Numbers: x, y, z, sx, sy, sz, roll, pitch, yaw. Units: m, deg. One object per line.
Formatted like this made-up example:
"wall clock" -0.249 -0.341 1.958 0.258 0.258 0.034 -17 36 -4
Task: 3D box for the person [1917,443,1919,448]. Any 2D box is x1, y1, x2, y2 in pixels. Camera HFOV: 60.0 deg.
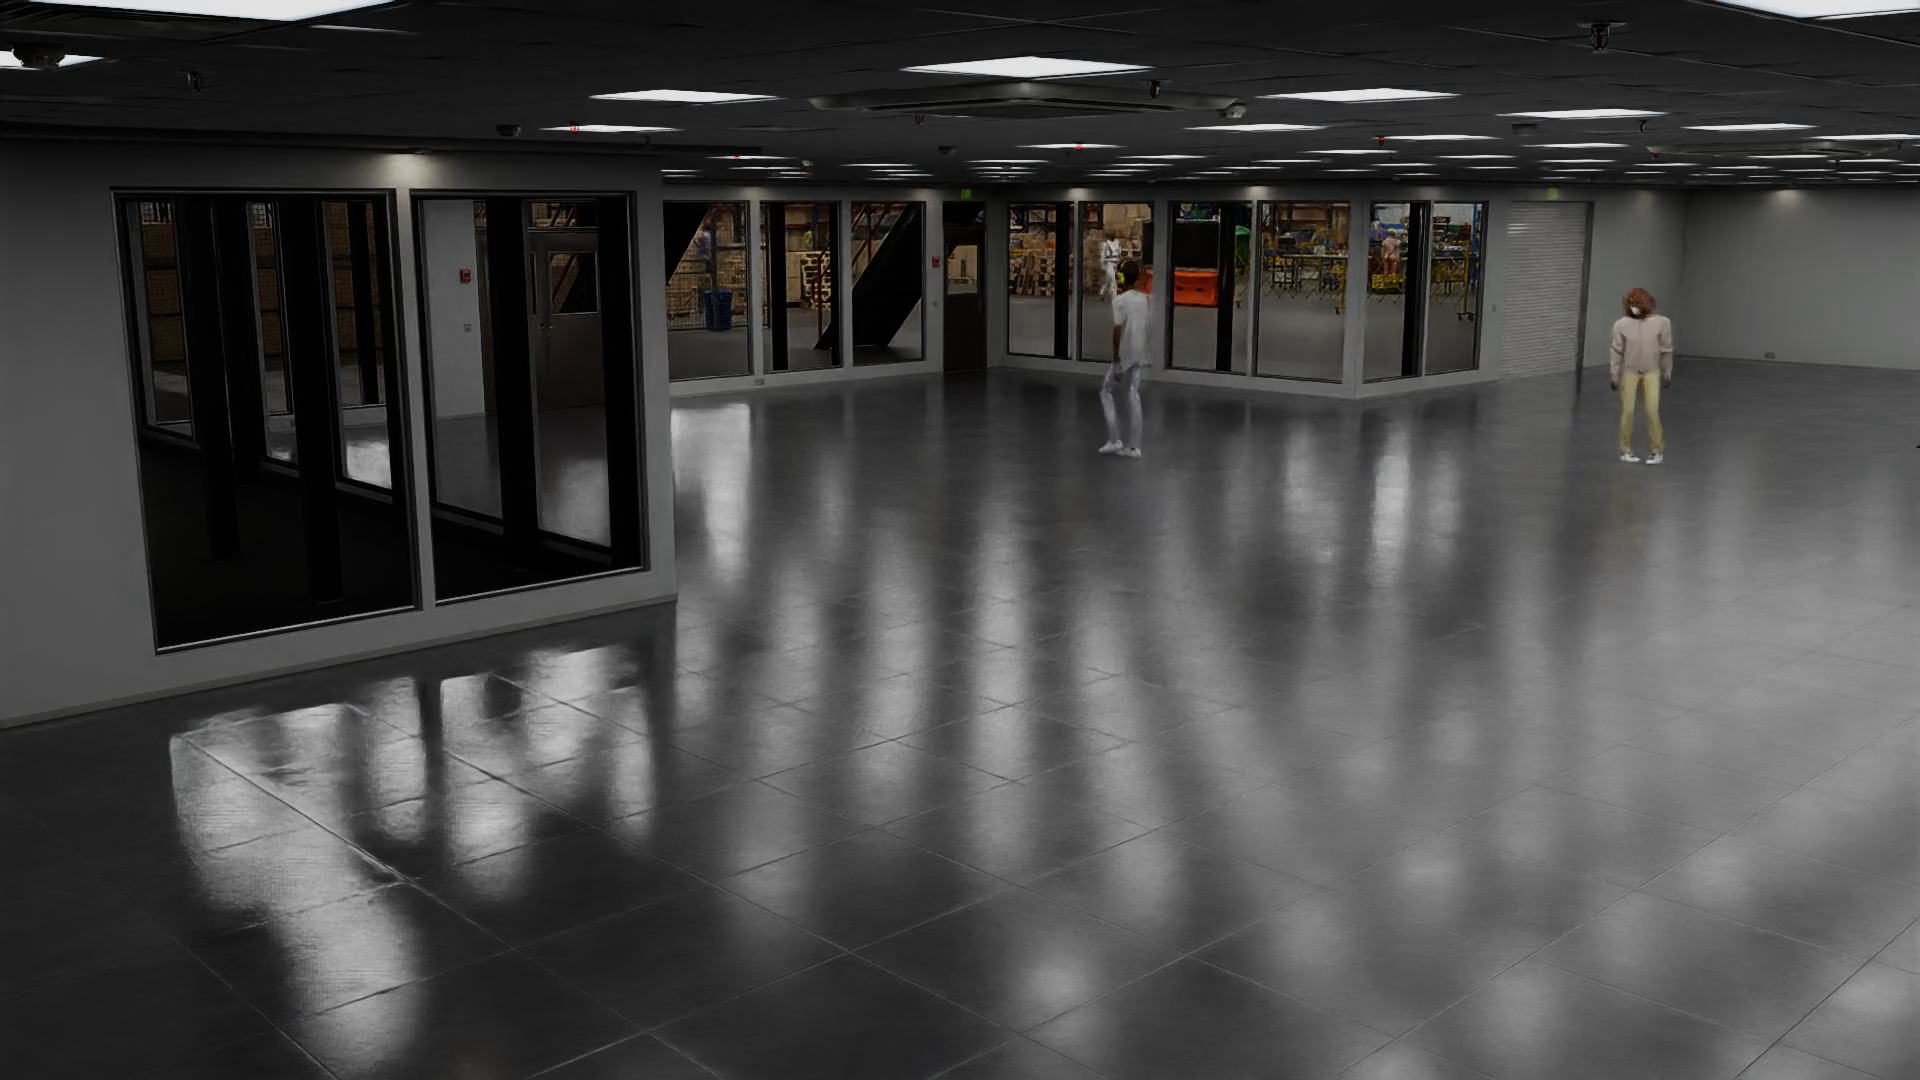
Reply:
"person" 9.555 -1.816 16.102 0.708 1.882 0.683 1 11 5

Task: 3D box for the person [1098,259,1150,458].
"person" 1.536 -1.702 15.629 0.531 1.847 0.610 -8 14 -35

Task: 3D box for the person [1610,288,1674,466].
"person" 6.214 -1.489 15.172 0.525 1.608 0.346 6 13 26
